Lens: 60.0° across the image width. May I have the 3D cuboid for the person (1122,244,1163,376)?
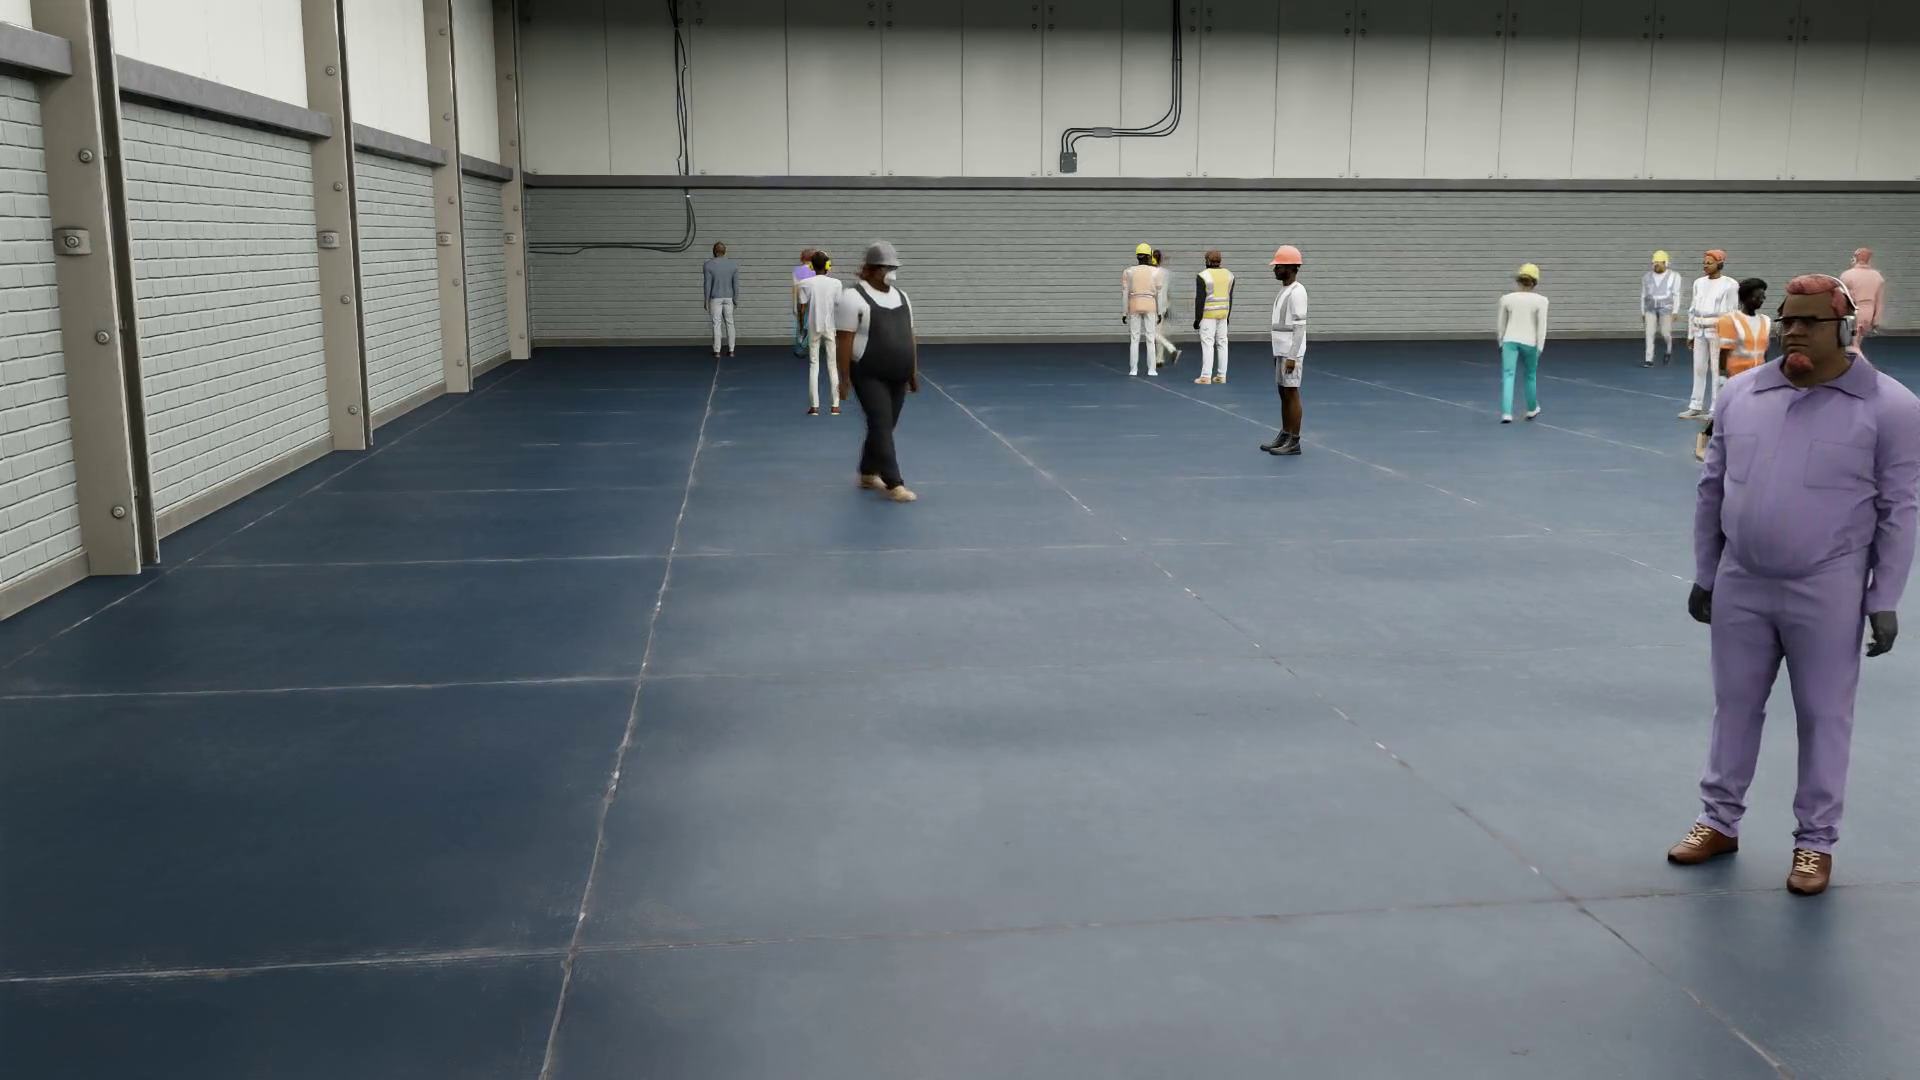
[{"bbox_3d":[2.649,-3.331,24.164,0.585,1.921,0.383,2,10,9],"label":"person"}]

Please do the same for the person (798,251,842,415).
[{"bbox_3d":[-1.582,-2.353,18.952,0.523,1.865,0.317,-1,10,-6],"label":"person"}]

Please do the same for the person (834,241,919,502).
[{"bbox_3d":[-0.602,-1.354,12.993,0.694,2.000,0.925,-10,14,-43],"label":"person"}]

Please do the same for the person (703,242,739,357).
[{"bbox_3d":[-4.038,-4.059,28.103,0.636,1.939,0.363,-6,12,-30],"label":"person"}]

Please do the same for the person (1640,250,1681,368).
[{"bbox_3d":[10.893,-3.592,25.873,0.598,1.818,0.645,8,13,36],"label":"person"}]

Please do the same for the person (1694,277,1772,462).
[{"bbox_3d":[6.706,-1.424,14.352,0.540,1.679,0.568,-3,11,-15],"label":"person"}]

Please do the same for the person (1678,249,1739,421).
[{"bbox_3d":[8.280,-2.252,18.355,0.354,1.881,0.576,-5,11,-25],"label":"person"}]

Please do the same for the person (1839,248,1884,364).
[{"bbox_3d":[12.109,-2.985,22.379,0.638,1.882,0.836,-3,11,-15],"label":"person"}]

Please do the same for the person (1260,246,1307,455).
[{"bbox_3d":[3.030,-1.756,15.478,0.362,1.939,0.543,-1,10,-4],"label":"person"}]

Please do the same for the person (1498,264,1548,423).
[{"bbox_3d":[6.168,-2.153,18.250,0.537,1.718,0.901,6,12,30],"label":"person"}]

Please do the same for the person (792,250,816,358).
[{"bbox_3d":[-2.539,-3.912,27.661,0.593,1.794,0.943,-4,11,-20],"label":"person"}]

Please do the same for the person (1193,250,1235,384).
[{"bbox_3d":[3.477,-3.070,22.947,0.619,1.845,0.430,-6,12,-29],"label":"person"}]

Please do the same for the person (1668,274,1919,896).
[{"bbox_3d":[2.584,0.139,5.179,0.401,1.910,0.640,-9,14,-41],"label":"person"}]

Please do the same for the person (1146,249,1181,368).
[{"bbox_3d":[3.115,-3.537,25.517,0.625,1.844,0.554,8,13,38],"label":"person"}]
